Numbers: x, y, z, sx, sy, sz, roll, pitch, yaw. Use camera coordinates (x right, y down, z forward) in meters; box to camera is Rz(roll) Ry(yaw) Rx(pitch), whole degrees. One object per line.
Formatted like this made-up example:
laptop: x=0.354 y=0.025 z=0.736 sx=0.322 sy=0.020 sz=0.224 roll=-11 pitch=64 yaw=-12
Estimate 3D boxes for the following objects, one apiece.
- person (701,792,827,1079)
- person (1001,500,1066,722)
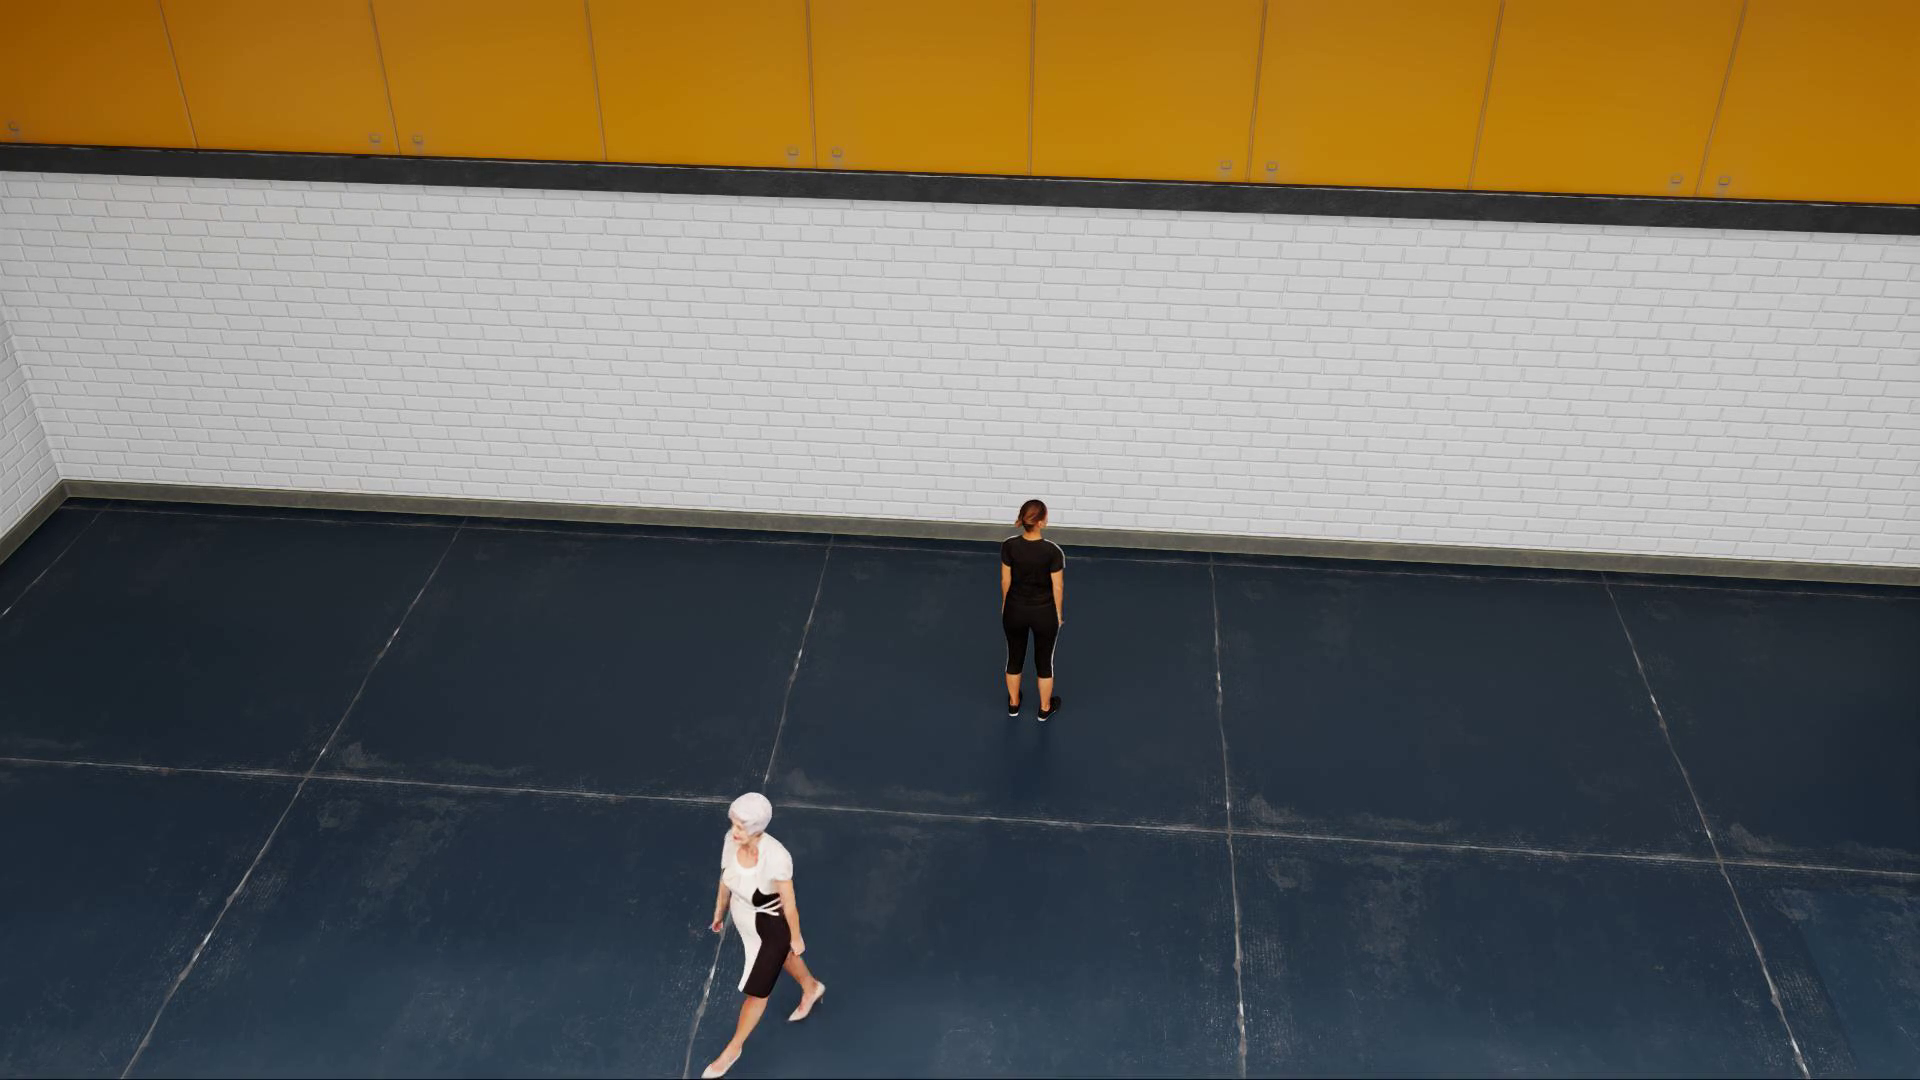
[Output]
person: x=-0.953 y=1.979 z=8.711 sx=1.171 sy=1.705 sz=1.072 roll=-29 pitch=43 yaw=-36
person: x=0.472 y=0.467 z=11.018 sx=0.625 sy=1.669 sz=0.582 roll=11 pitch=35 yaw=15
